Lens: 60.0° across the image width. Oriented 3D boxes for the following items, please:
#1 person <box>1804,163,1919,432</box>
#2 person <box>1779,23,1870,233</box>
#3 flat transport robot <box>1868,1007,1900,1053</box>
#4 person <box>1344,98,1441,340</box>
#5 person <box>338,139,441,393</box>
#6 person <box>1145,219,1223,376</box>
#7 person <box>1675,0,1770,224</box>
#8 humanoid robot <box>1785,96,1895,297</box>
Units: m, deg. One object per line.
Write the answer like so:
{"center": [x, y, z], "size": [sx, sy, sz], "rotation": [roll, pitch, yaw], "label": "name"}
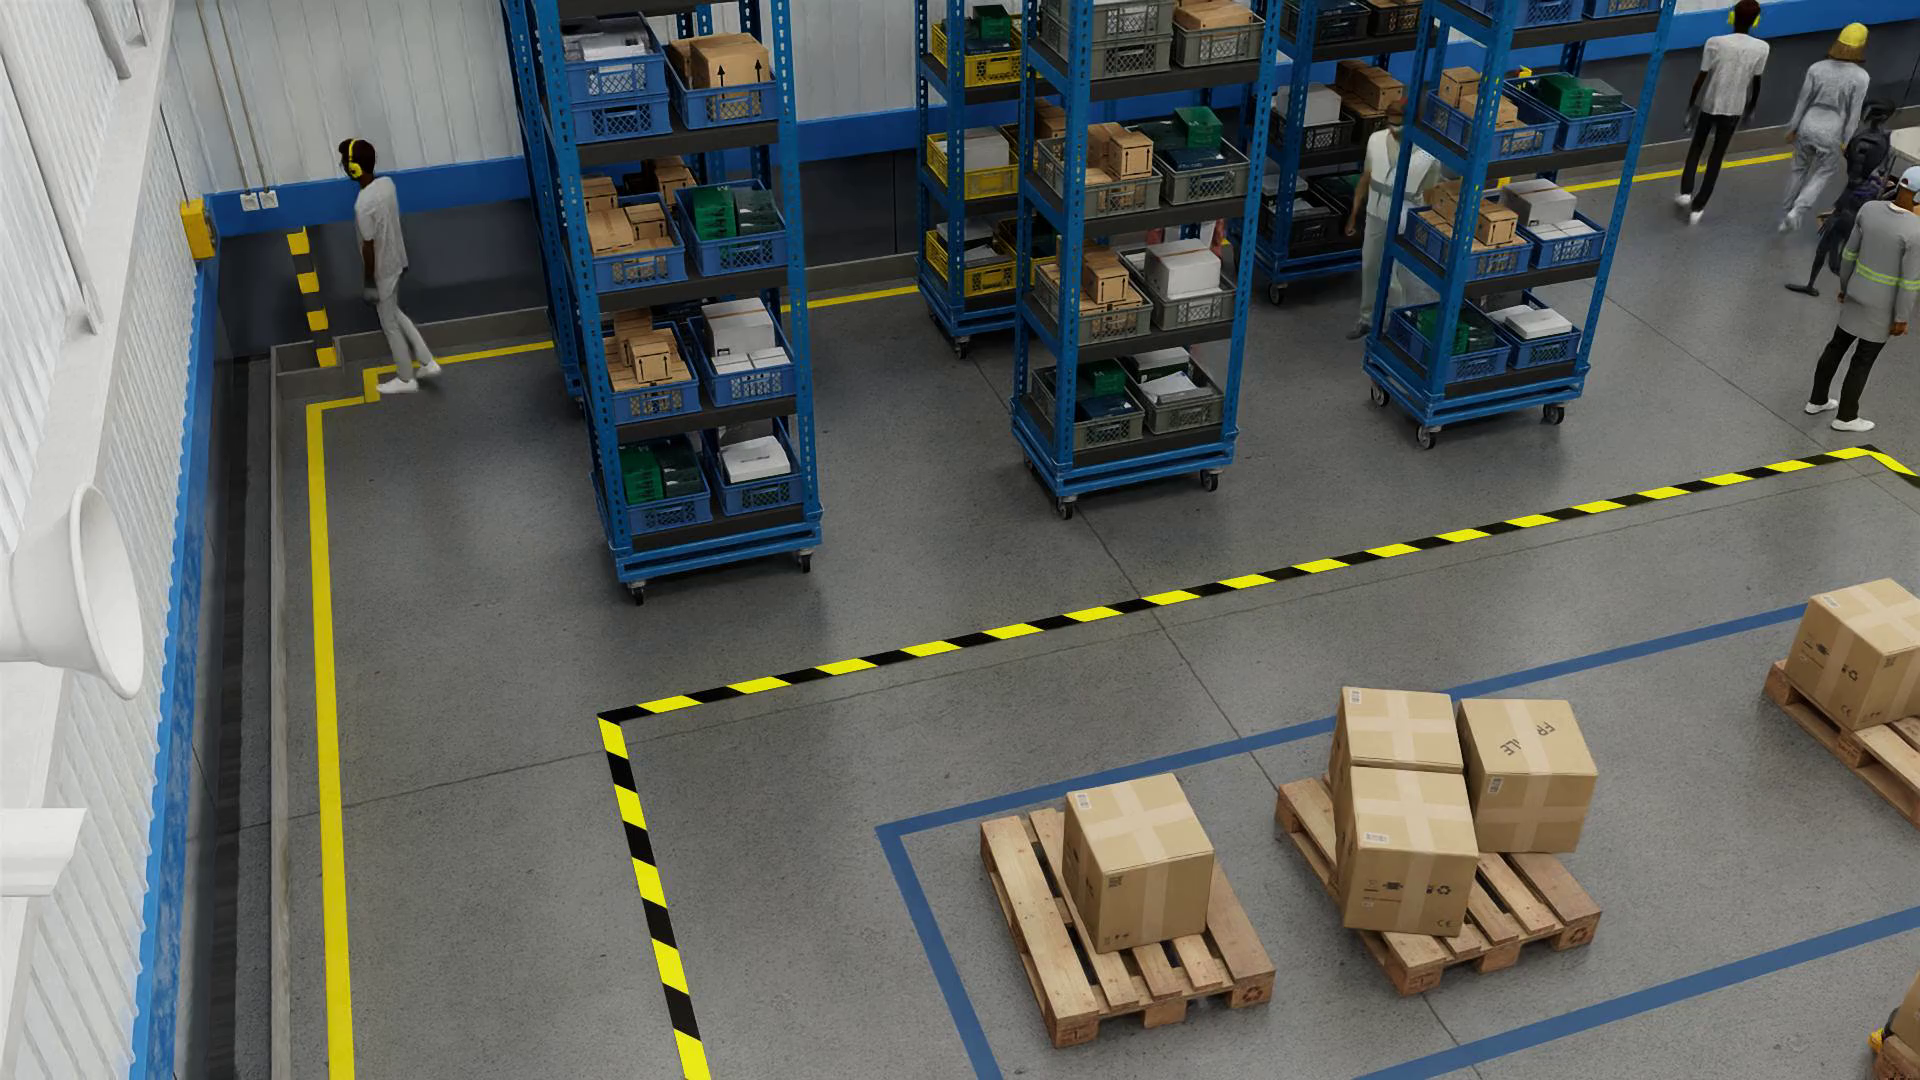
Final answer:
{"center": [6.028, -1.590, 10.937], "size": [0.392, 1.851, 0.587], "rotation": [-11, 37, -15], "label": "person"}
{"center": [6.957, -3.296, 13.446], "size": [0.480, 1.728, 0.516], "rotation": [-27, 43, -33], "label": "person"}
{"center": [4.471, 2.383, 6.653], "size": [0.652, 0.197, 1.431], "rotation": [-14, 38, -19], "label": "flat transport robot"}
{"center": [3.079, -2.277, 11.930], "size": [0.466, 1.826, 0.565], "rotation": [-27, 43, -33], "label": "person"}
{"center": [-3.910, -1.825, 11.268], "size": [0.409, 1.859, 0.517], "rotation": [4, 35, 5], "label": "person"}
{"center": [1.533, -1.984, 11.438], "size": [0.596, 1.916, 0.372], "rotation": [-13, 37, -18], "label": "person"}
{"center": [6.302, -3.568, 13.743], "size": [0.517, 1.845, 0.664], "rotation": [16, 38, 21], "label": "person"}
{"center": [6.731, -2.505, 12.401], "size": [0.686, 1.630, 0.590], "rotation": [22, 41, 28], "label": "humanoid robot"}
